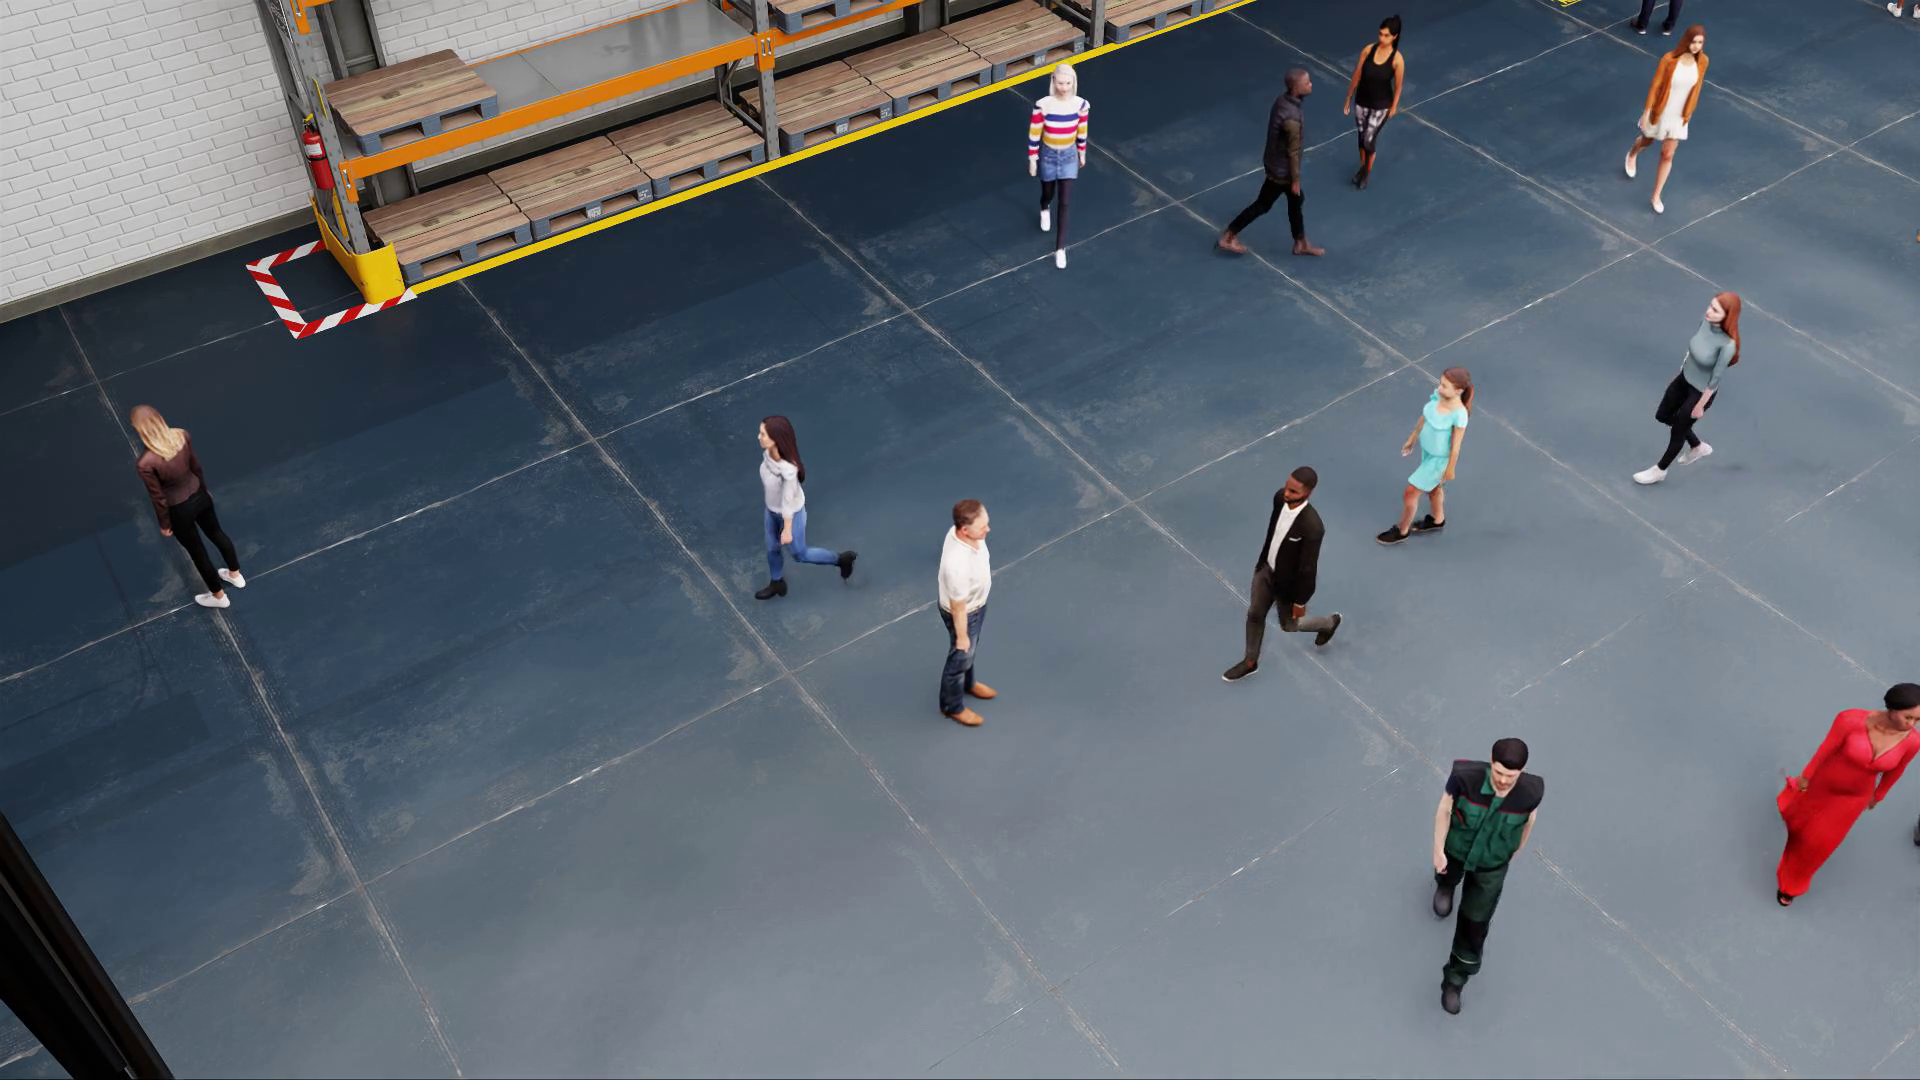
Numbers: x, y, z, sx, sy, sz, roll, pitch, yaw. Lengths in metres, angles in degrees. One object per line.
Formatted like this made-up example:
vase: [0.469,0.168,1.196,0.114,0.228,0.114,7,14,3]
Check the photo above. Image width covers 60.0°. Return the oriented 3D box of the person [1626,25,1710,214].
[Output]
person: [6.416,-3.935,15.150,1.125,1.685,1.133,3,44,4]

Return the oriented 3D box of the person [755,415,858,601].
person: [-1.096,-0.196,11.282,1.013,1.607,0.724,-16,46,-16]

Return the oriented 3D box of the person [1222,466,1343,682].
person: [2.168,0.210,10.736,1.136,1.773,0.776,-18,46,-18]

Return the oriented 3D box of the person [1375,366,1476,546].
person: [3.445,-0.611,11.769,0.894,1.537,0.759,-5,44,-5]

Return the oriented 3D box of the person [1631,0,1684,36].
person: [7.515,-6.206,17.422,0.695,1.840,0.785,3,44,3]

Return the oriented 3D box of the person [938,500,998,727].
person: [0.004,0.422,10.459,0.818,1.847,0.743,10,45,10]

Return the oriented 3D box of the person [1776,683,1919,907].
person: [5.039,1.361,9.539,0.927,1.758,1.078,18,46,18]

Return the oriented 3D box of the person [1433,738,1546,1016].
person: [2.836,1.628,9.194,1.147,1.847,1.331,12,45,12]

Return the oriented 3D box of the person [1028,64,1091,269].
person: [0.835,-3.339,14.459,1.169,1.776,1.111,-2,44,-2]

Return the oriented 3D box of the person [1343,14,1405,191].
person: [3.836,-4.050,15.294,0.648,1.653,0.661,31,52,28]

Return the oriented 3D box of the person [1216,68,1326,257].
person: [2.671,-3.180,14.283,1.283,1.788,1.202,5,44,5]

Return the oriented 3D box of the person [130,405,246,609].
person: [-5.232,-0.234,11.252,0.737,1.704,0.634,14,45,14]

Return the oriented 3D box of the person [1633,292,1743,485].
person: [5.427,-1.093,12.131,0.903,1.735,0.803,-3,44,-3]
